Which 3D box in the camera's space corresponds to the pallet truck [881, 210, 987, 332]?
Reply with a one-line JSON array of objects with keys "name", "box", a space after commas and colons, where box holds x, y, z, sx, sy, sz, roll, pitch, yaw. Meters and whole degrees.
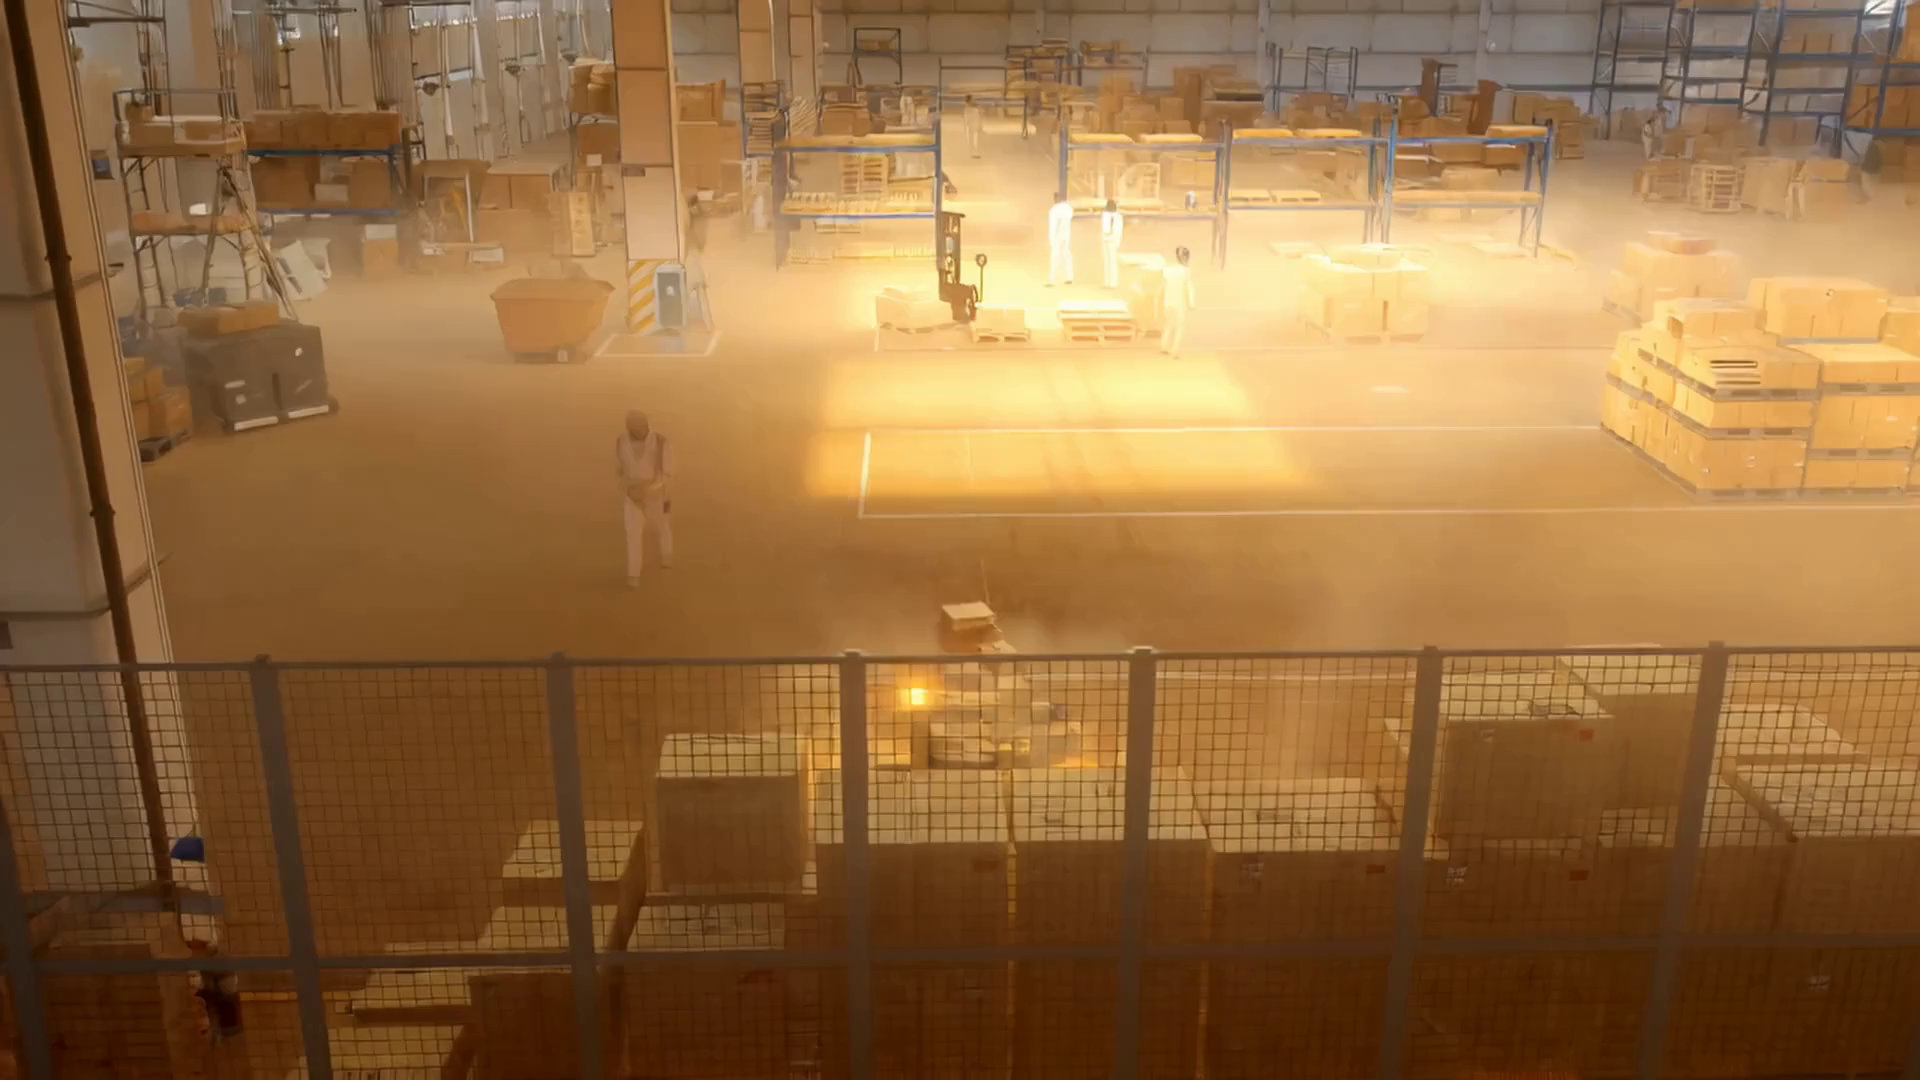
[{"name": "pallet truck", "box": [-0.493, -4.759, 29.349, 1.885, 1.965, 0.823, -13, 23, -34]}]

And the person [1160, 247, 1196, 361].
[{"name": "person", "box": [3.507, -3.811, 26.767, 0.543, 1.849, 0.495, 10, 21, 27]}]

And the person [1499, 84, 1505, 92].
[{"name": "person", "box": [21.724, -17.419, 67.065, 0.550, 1.899, 0.962, 10, 21, 28]}]

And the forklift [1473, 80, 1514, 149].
[{"name": "forklift", "box": [16.708, -13.248, 53.174, 1.873, 2.768, 1.129, -1, 19, -1]}]

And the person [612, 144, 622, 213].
[{"name": "person", "box": [-8.656, -9.158, 42.544, 0.617, 1.899, 0.635, -13, 23, -34]}]

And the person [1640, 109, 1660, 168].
[{"name": "person", "box": [22.474, -13.039, 54.049, 0.391, 1.912, 0.589, -3, 19, -9]}]

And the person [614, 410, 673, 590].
[{"name": "person", "box": [-3.195, -0.478, 16.979, 0.617, 1.793, 0.992, 1, 19, 4]}]

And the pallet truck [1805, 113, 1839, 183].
[{"name": "pallet truck", "box": [26.403, -11.957, 50.702, 0.823, 1.965, 1.885, 6, 19, 16]}]

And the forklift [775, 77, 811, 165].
[{"name": "forklift", "box": [-5.920, -13.893, 55.085, 1.873, 2.768, 1.129, -1, 19, -1]}]

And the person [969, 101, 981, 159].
[{"name": "person", "box": [0.513, -14.048, 57.014, 0.371, 1.935, 0.632, 7, 20, 20]}]

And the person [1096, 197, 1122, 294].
[{"name": "person", "box": [2.930, -5.763, 32.501, 0.358, 1.886, 0.572, -10, 21, -26]}]

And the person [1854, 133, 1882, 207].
[{"name": "person", "box": [24.488, -9.919, 44.693, 0.638, 1.974, 0.652, -11, 21, -28]}]

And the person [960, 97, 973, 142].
[{"name": "person", "box": [0.284, -15.921, 62.983, 0.549, 1.644, 0.890, 8, 20, 23]}]

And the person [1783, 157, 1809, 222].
[{"name": "person", "box": [21.276, -8.920, 42.267, 0.589, 1.619, 0.524, -15, 24, -37]}]

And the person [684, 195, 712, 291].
[{"name": "person", "box": [-5.249, -5.769, 32.502, 0.937, 1.886, 0.619, -16, 24, -40]}]

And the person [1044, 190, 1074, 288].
[{"name": "person", "box": [1.999, -6.012, 33.181, 0.384, 1.938, 0.630, 17, 25, 42]}]

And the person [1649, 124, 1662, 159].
[{"name": "person", "box": [21.330, -11.863, 50.947, 0.534, 1.695, 0.581, 16, 25, 40]}]

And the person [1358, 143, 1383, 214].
[{"name": "person", "box": [10.776, -9.476, 43.485, 0.639, 1.908, 0.830, -2, 19, -6]}]

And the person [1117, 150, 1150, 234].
[{"name": "person", "box": [4.184, -8.419, 40.142, 0.840, 2.000, 0.682, 1, 19, 2]}]

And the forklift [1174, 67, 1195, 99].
[{"name": "forklift", "box": [8.189, -15.896, 61.028, 1.873, 2.768, 1.129, 14, 23, 36]}]

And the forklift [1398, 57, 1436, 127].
[{"name": "forklift", "box": [19.254, -18.500, 68.753, 1.873, 2.768, 1.129, -1, 19, -1]}]

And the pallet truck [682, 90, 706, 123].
[{"name": "pallet truck", "box": [-9.671, -15.907, 62.421, 0.823, 1.965, 1.885, 5, 19, 15]}]
